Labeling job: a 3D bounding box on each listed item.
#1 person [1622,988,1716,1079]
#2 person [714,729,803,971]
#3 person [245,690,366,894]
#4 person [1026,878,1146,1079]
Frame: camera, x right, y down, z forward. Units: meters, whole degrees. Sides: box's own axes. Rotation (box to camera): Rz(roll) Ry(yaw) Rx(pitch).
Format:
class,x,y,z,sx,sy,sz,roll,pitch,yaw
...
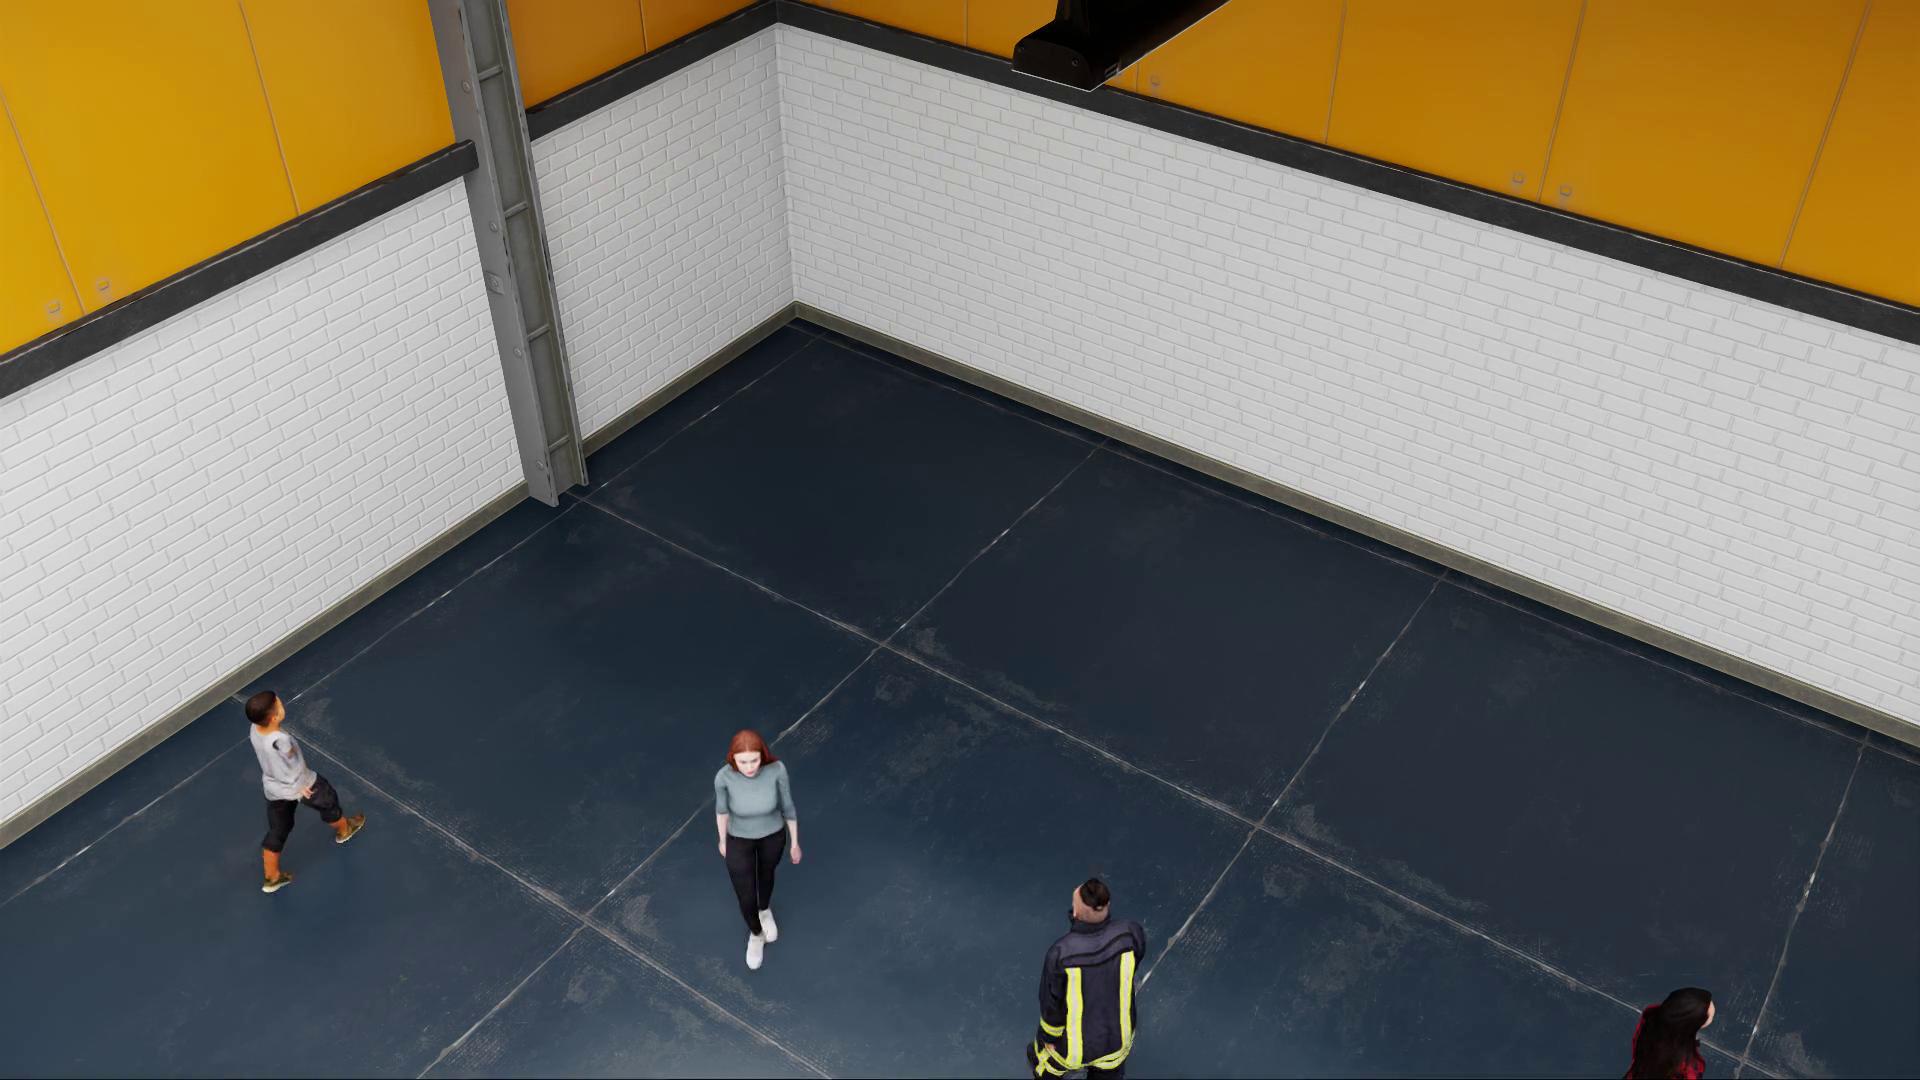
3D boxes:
class,x,y,z,sx,sy,sz,roll,pitch,yaw
person,3.361,2.740,8.119,0.701,1.658,0.658,-9,40,-11
person,-1.162,1.640,9.441,0.779,1.728,0.839,-9,39,-11
person,-4.068,1.449,9.917,0.690,1.430,1.039,15,41,18
person,0.684,2.432,8.353,1.047,1.847,1.092,-10,40,-12
